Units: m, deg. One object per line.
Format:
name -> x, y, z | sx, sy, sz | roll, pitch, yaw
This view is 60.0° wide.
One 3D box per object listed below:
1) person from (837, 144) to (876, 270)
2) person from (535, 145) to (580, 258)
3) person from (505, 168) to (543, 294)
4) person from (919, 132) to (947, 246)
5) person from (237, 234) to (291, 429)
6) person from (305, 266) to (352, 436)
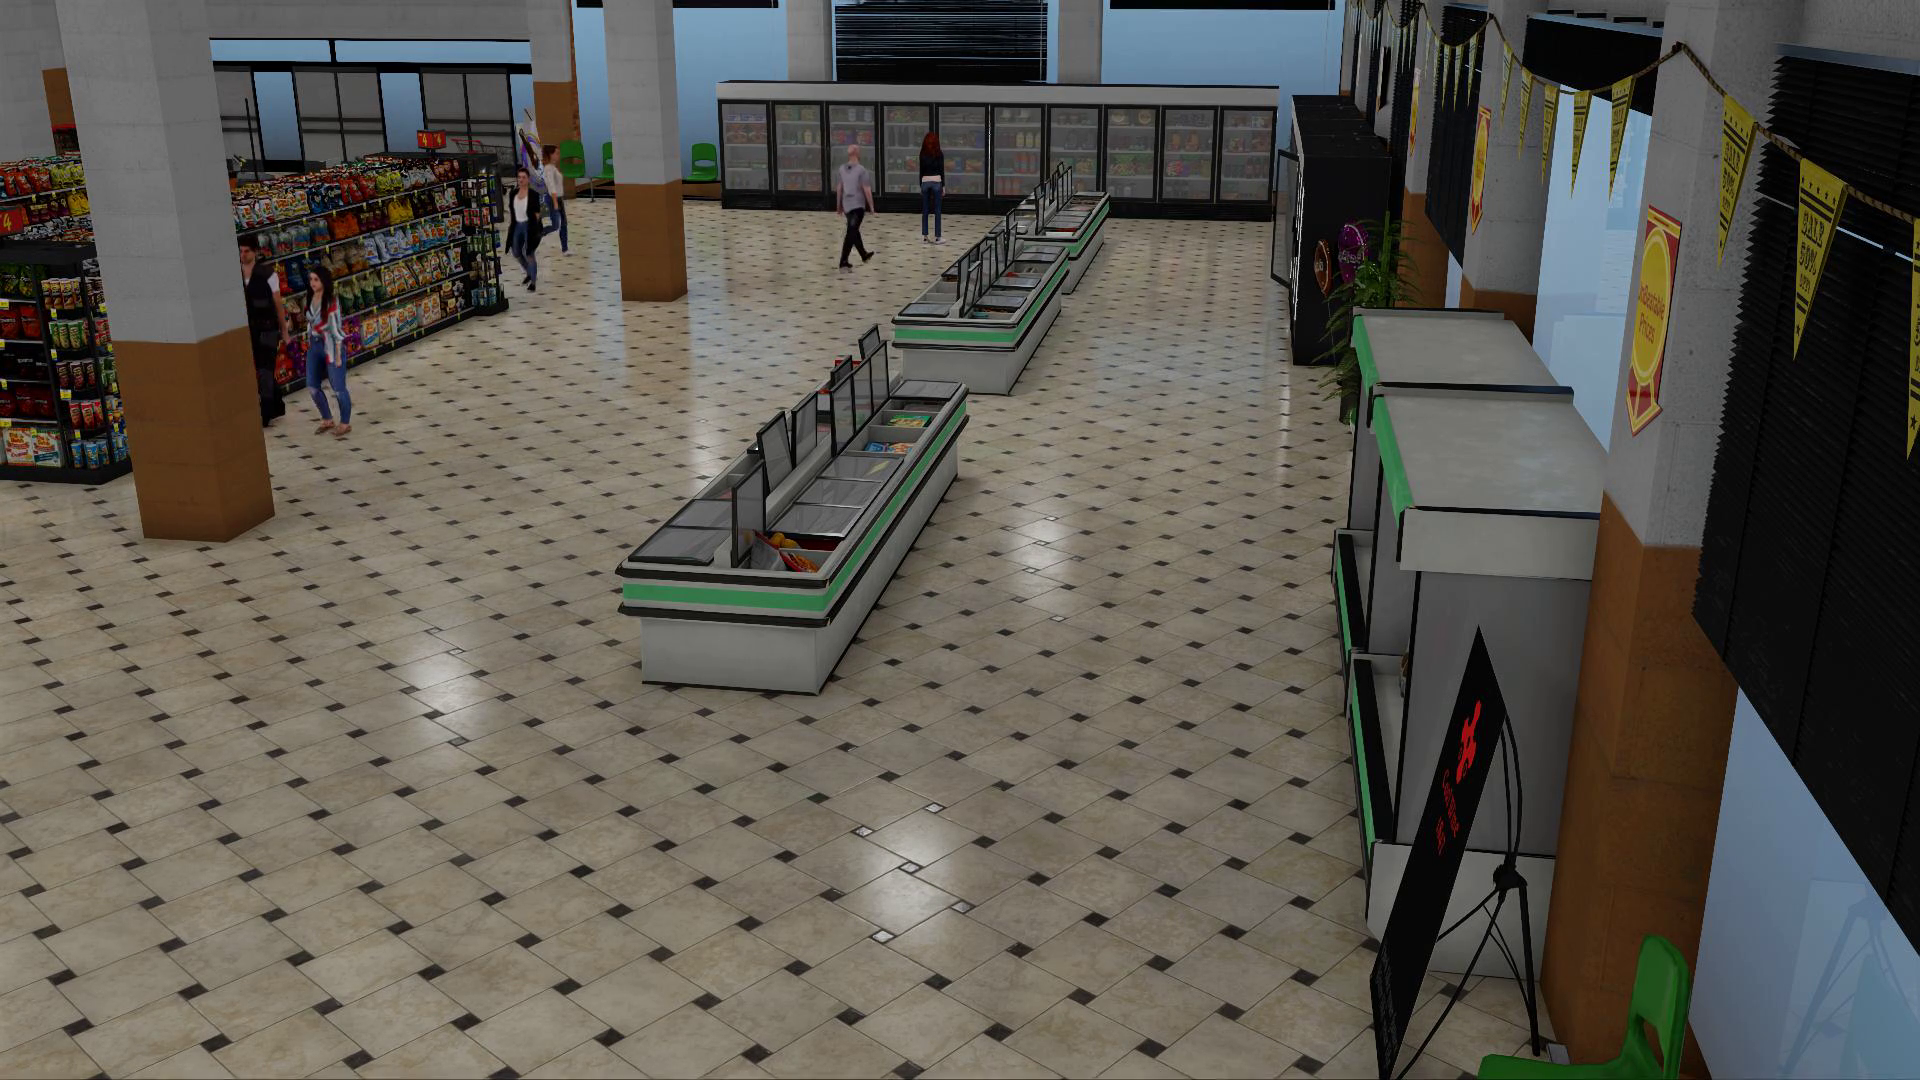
person -> -1.605, -4.834, 24.400 | 1.000, 1.775, 1.323 | 11, 22, 30
person -> -6.306, -5.175, 25.522 | 0.797, 1.704, 0.972 | -1, 19, -2
person -> -5.951, -4.280, 22.911 | 0.673, 1.677, 0.714 | 5, 19, 14
person -> -0.460, -5.711, 26.982 | 0.598, 1.787, 0.553 | 6, 19, 16
person -> -6.673, -2.014, 15.969 | 0.720, 1.818, 0.989 | 3, 19, 8
person -> -5.880, -1.779, 15.617 | 0.676, 1.598, 0.675 | 7, 20, 21
